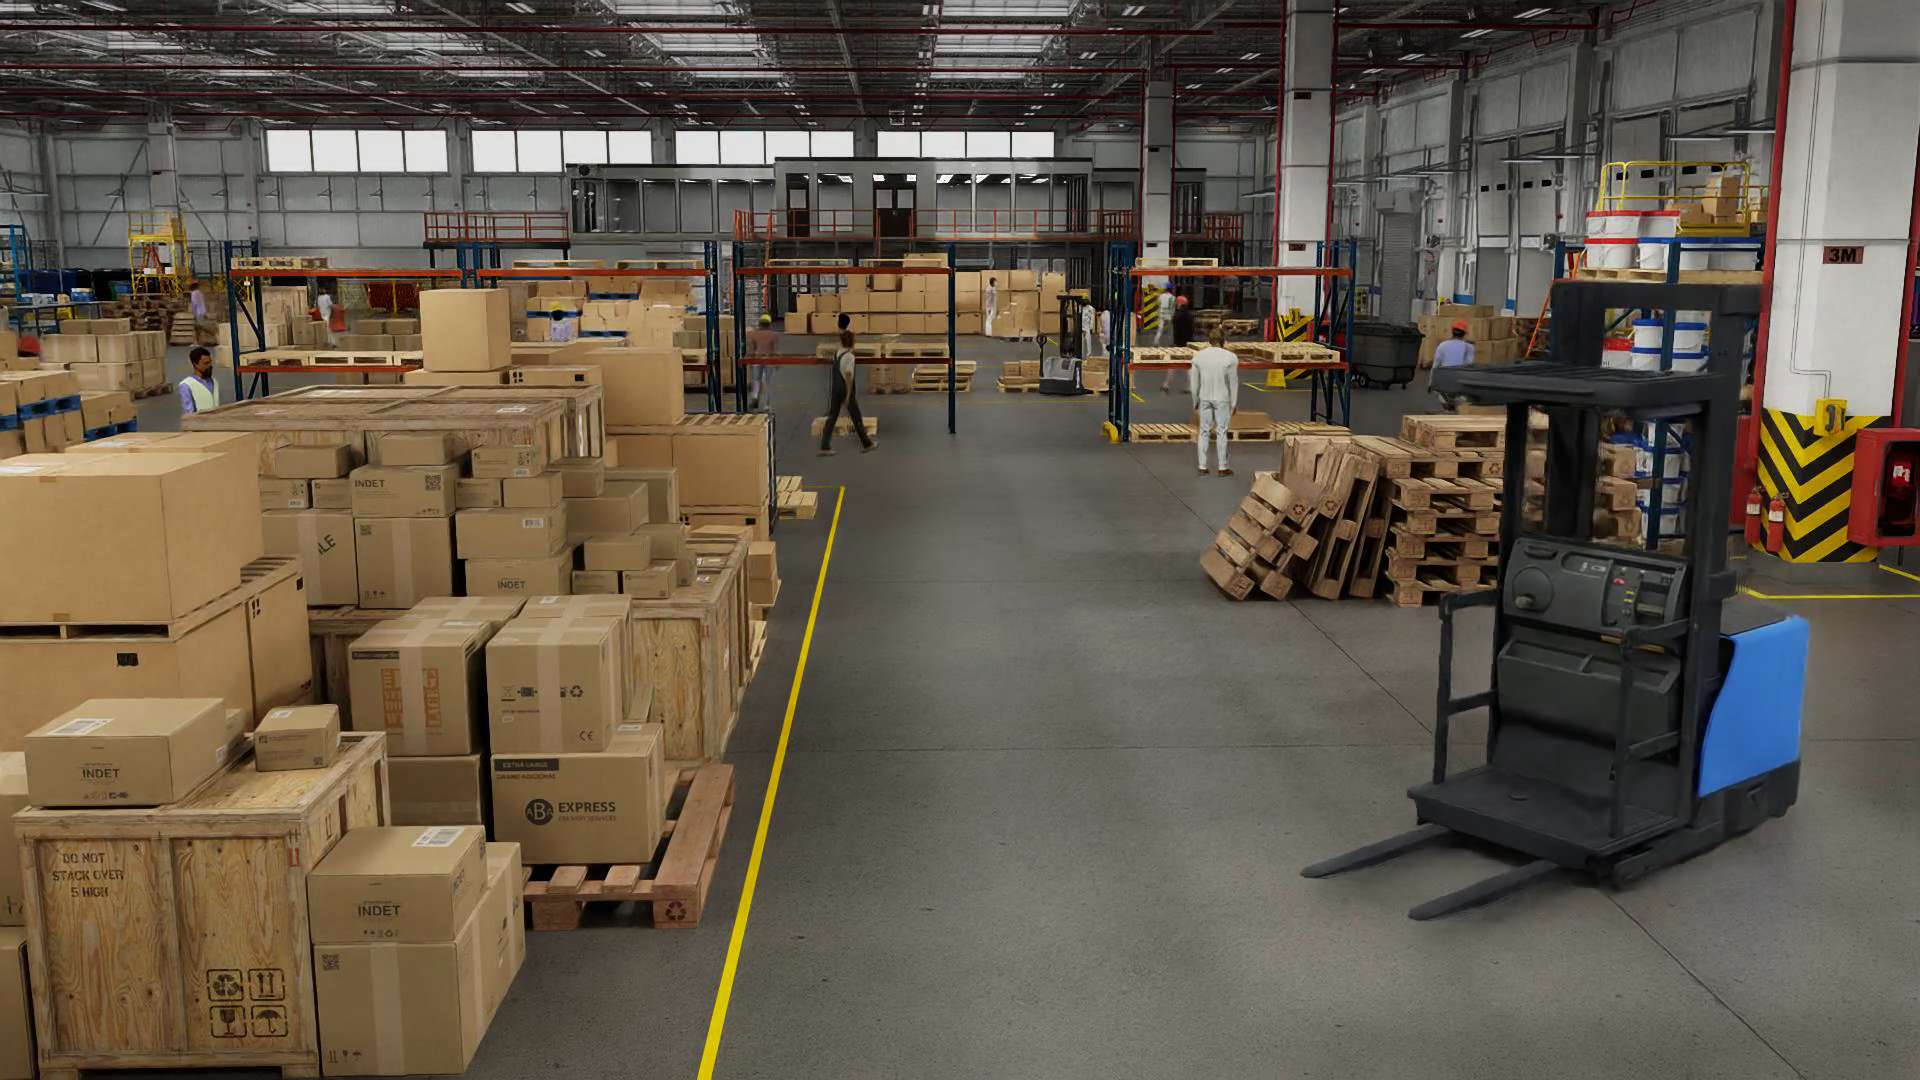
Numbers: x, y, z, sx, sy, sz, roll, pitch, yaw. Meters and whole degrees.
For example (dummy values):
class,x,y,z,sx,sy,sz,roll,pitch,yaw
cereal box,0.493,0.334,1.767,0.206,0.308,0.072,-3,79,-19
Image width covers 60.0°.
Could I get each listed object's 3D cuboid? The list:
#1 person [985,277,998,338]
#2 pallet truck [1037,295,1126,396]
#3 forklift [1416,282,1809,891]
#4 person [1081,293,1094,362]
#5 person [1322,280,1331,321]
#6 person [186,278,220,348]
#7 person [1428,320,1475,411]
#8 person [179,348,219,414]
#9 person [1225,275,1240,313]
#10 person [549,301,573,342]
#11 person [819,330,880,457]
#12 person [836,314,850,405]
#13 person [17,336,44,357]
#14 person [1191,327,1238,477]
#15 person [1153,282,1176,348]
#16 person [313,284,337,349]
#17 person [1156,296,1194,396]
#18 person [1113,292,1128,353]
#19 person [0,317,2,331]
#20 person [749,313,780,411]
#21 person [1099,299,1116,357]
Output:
class,x,y,z,sx,sy,sz,roll,pitch,yaw
person,0.991,-7.312,52.384,0.368,1.932,0.623,3,11,17
pallet truck,2.483,-3.881,33.060,1.885,1.965,0.823,-7,13,-36
forklift,3.429,0.094,8.456,1.873,2.768,1.129,-8,13,-37
person,3.130,-5.353,41.973,0.493,1.741,0.309,8,13,36
person,10.723,-6.623,48.514,0.553,1.925,0.456,9,14,42
person,-21.680,-6.494,47.619,0.881,2.006,0.637,-2,10,-9
person,7.367,-2.353,24.932,0.634,1.870,0.971,3,10,14
person,-8.069,-1.094,17.752,0.378,1.918,0.598,1,10,6
person,11.530,-10.584,70.487,0.624,1.974,0.834,8,13,39
person,-7.574,-3.572,31.585,0.616,1.938,0.393,8,13,39
person,-1.616,-2.087,23.689,1.014,1.786,0.511,-9,14,-42
person,-2.149,-3.363,31.012,0.316,1.695,0.541,-2,10,-13
person,-11.614,-1.617,20.815,0.955,1.860,0.542,-4,11,-21
person,3.294,-1.782,21.543,0.629,1.936,0.372,6,12,28
person,5.783,-6.275,46.655,0.604,1.909,0.969,10,14,43
person,-17.996,-6.279,46.888,0.504,1.827,0.927,7,12,34
person,4.319,-3.863,33.044,0.658,1.957,0.941,-9,14,-41
person,3.492,-4.530,36.917,0.581,1.919,0.400,-3,11,-16
person,-23.299,-5.018,39.947,0.466,1.809,0.629,2,10,12
person,-3.532,-3.206,30.018,0.535,1.743,0.473,1,10,6
person,3.140,-4.135,34.909,0.430,1.845,0.624,2,10,9
